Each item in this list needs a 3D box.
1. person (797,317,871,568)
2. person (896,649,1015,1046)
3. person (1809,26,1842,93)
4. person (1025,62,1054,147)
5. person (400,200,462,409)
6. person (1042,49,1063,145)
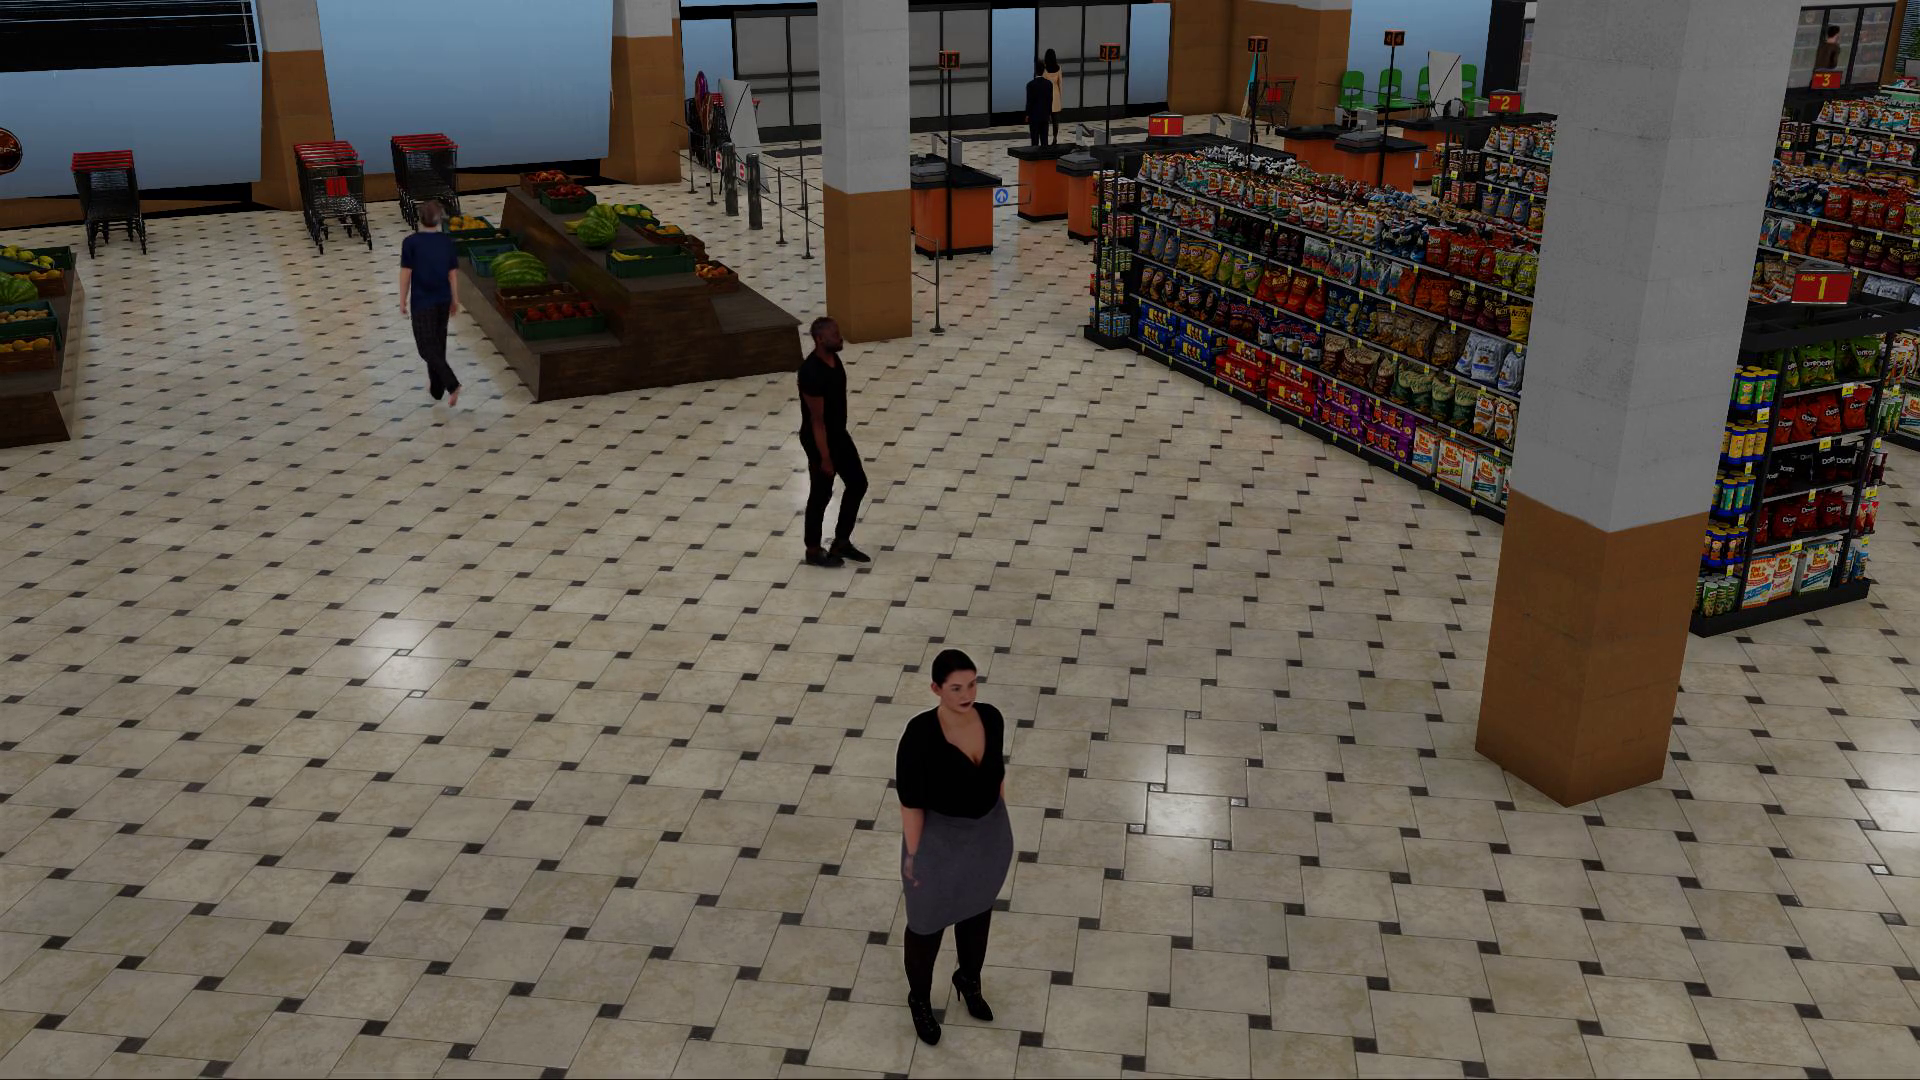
[{"bbox_3d":[-0.998,-0.658,11.454,0.907,1.806,0.844,7,23,18],"label":"person"},{"bbox_3d":[-0.030,1.240,6.792,0.711,1.759,0.664,-15,26,-32],"label":"person"},{"bbox_3d":[16.303,-8.749,31.551,0.744,1.834,1.085,-11,24,-26],"label":"person"},{"bbox_3d":[1.284,-6.892,27.078,0.633,1.723,0.500,-10,24,-23],"label":"person"},{"bbox_3d":[-4.705,-2.081,14.958,1.162,1.832,0.907,19,29,40],"label":"person"},{"bbox_3d":[1.589,-7.846,29.509,0.646,1.681,0.502,-10,24,-23],"label":"person"}]
